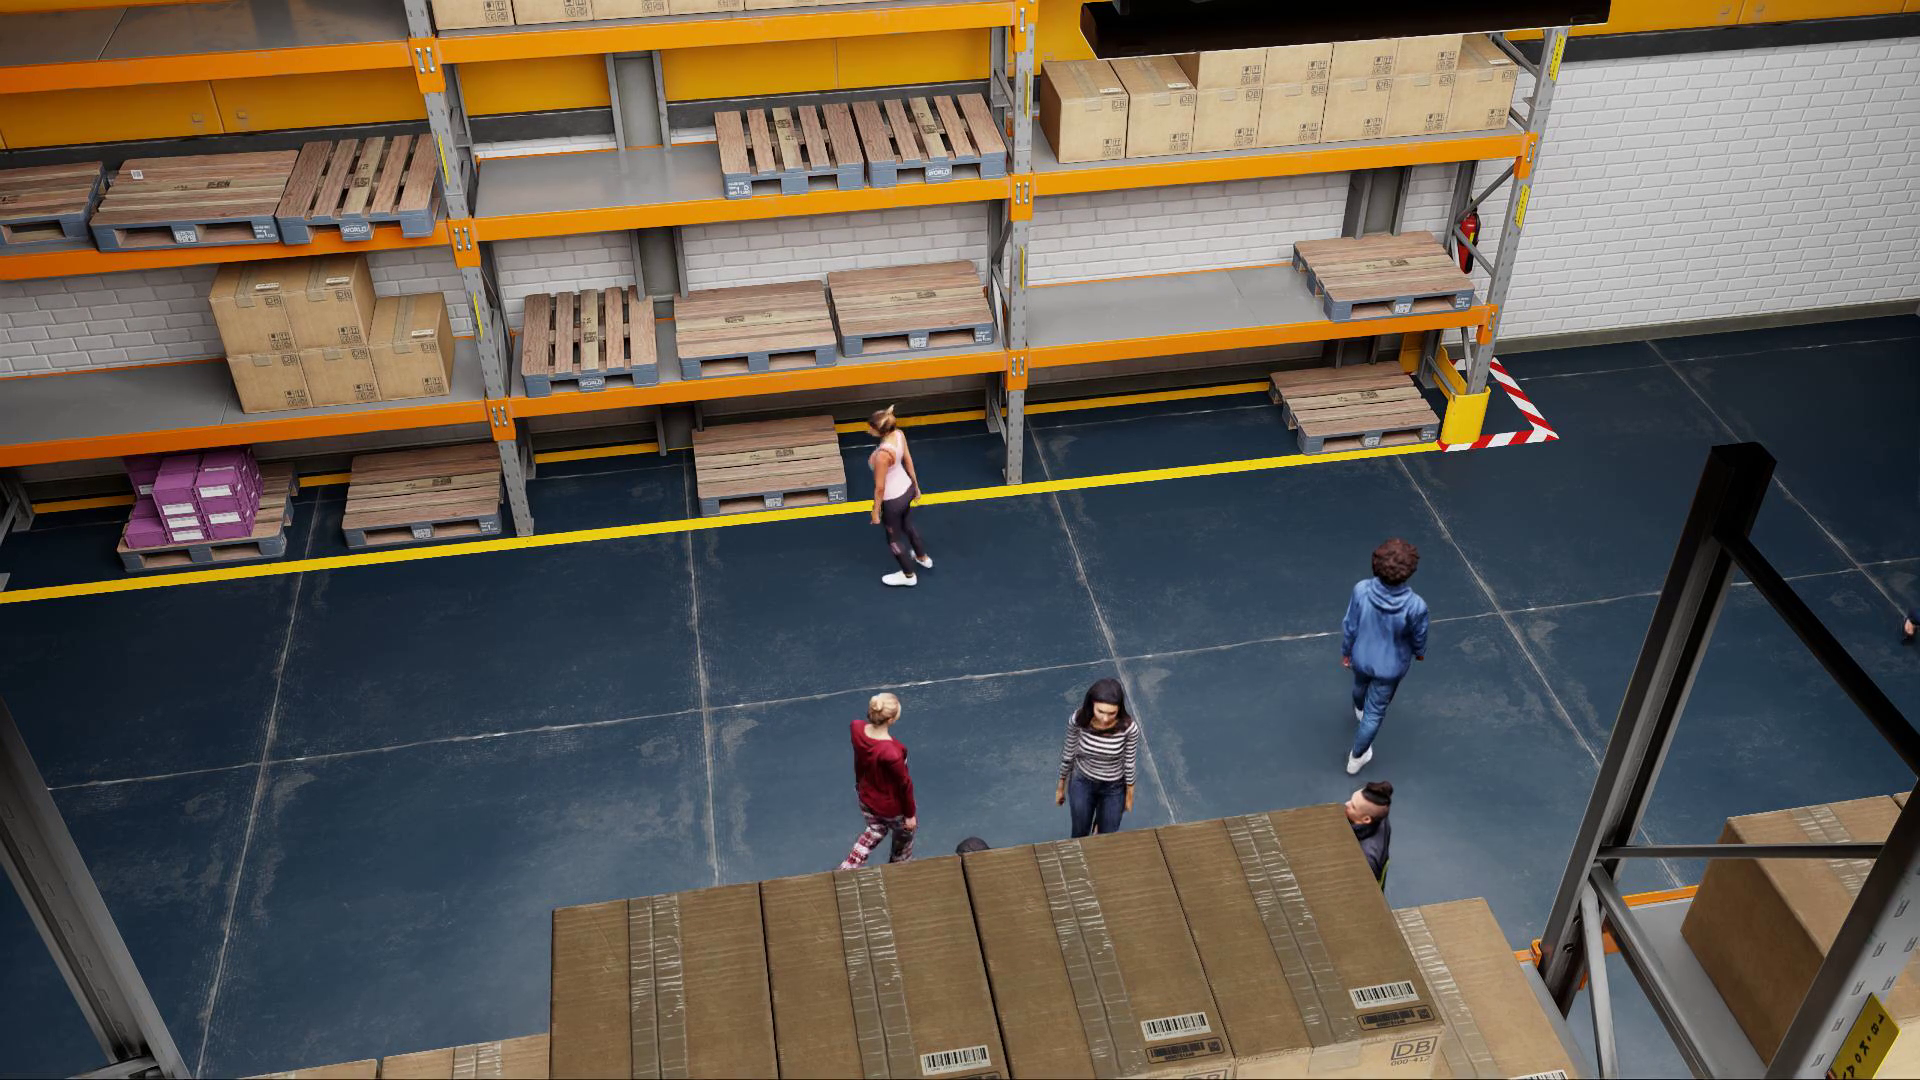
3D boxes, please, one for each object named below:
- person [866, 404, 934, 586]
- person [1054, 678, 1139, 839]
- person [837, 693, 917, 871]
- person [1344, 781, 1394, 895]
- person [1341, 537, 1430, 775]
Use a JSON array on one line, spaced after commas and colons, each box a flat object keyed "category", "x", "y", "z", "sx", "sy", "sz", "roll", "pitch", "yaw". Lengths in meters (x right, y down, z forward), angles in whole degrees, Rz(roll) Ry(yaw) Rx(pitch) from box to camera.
[{"category": "person", "x": -0.419, "y": -0.331, "z": 12.382, "sx": 0.803, "sy": 1.640, "sz": 0.789, "roll": 25, "pitch": 45, "yaw": 28}, {"category": "person", "x": 0.855, "y": 1.456, "z": 10.037, "sx": 0.789, "sy": 1.774, "sz": 0.830, "roll": 11, "pitch": 40, "yaw": 13}, {"category": "person", "x": -0.517, "y": 1.580, "z": 9.956, "sx": 1.014, "sy": 1.681, "sz": 0.911, "roll": -32, "pitch": 48, "yaw": -33}, {"category": "person", "x": 2.177, "y": 1.997, "z": 9.292, "sx": 0.834, "sy": 1.859, "sz": 0.849, "roll": 8, "pitch": 39, "yaw": 9}, {"category": "person", "x": 2.722, "y": 0.800, "z": 10.855, "sx": 1.054, "sy": 1.778, "sz": 1.118, "roll": 23, "pitch": 44, "yaw": 26}]
